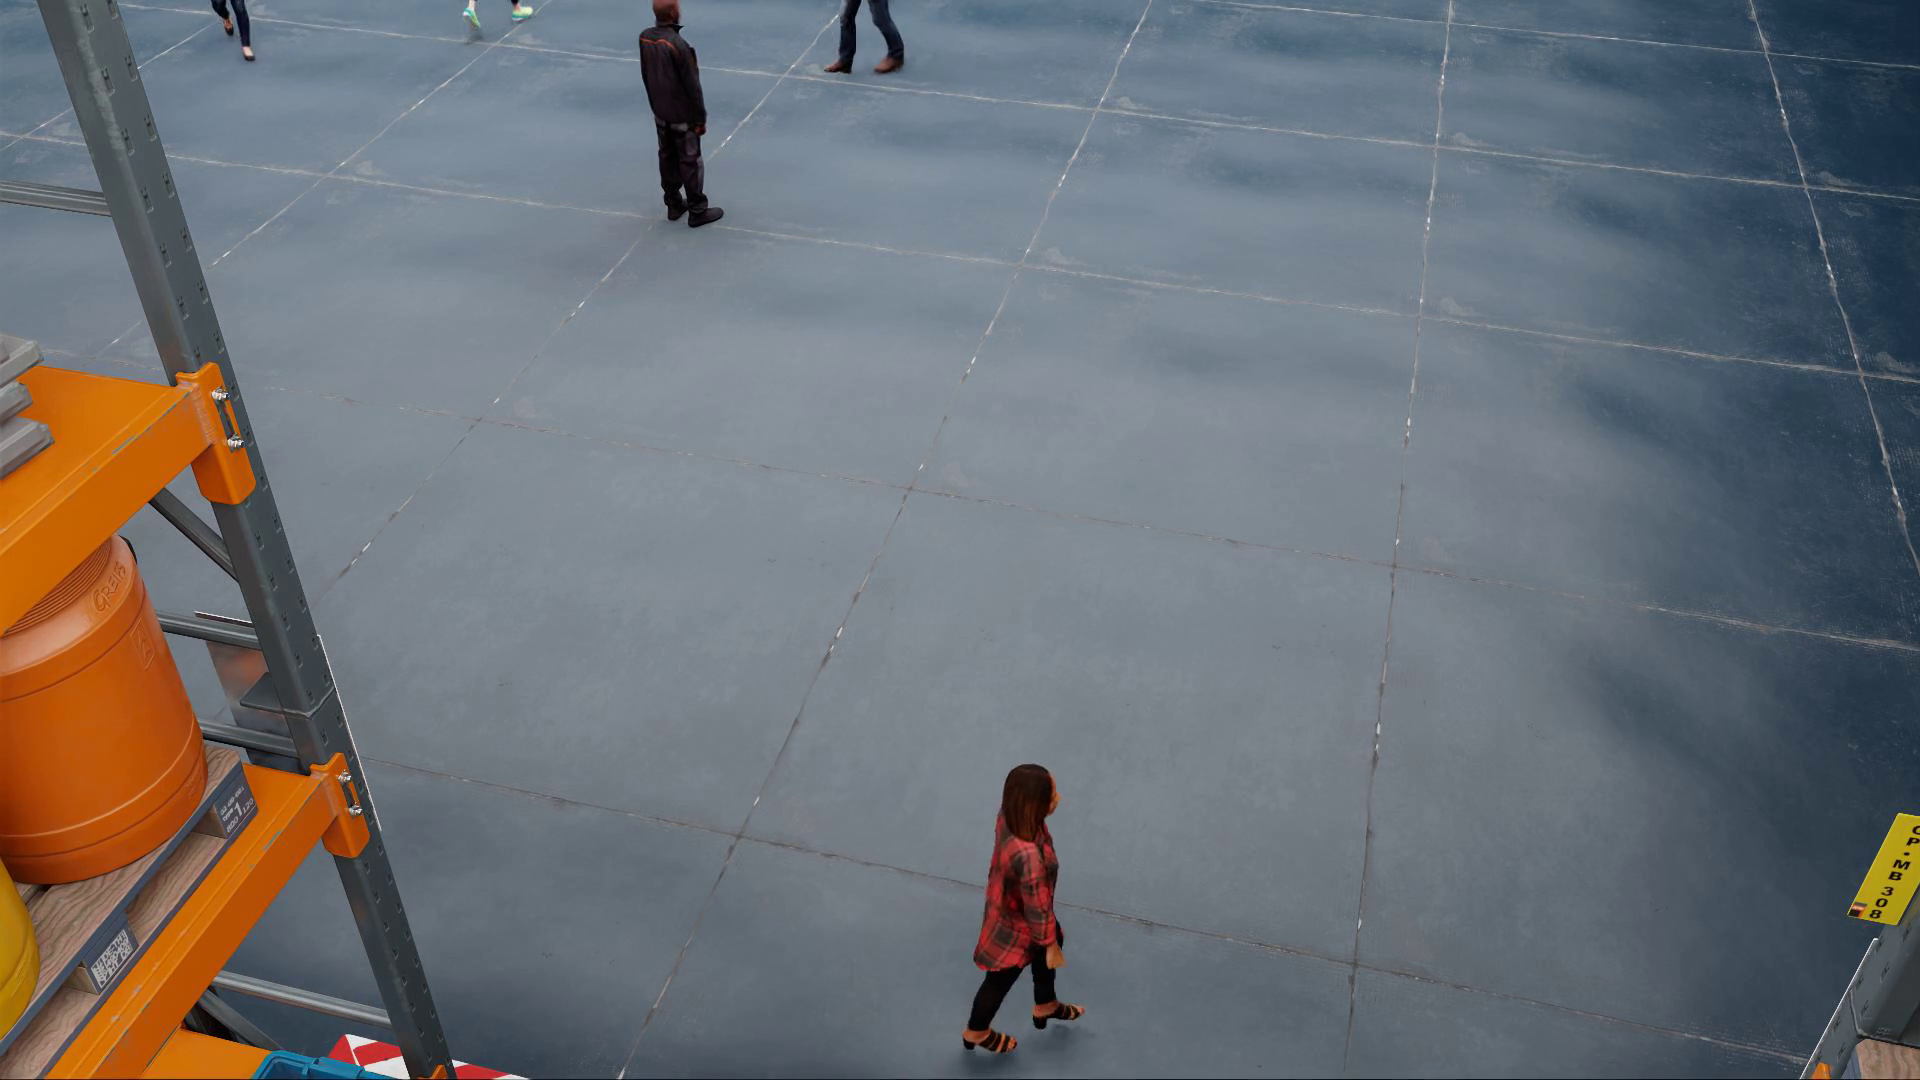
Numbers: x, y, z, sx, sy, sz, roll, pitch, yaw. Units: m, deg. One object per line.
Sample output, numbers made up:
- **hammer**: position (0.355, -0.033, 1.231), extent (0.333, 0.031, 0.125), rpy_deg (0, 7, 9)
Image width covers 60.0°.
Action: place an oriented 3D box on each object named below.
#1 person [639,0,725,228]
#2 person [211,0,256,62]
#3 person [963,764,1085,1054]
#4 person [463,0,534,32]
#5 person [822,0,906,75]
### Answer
- **person**: position (-2.199, -3.316, 12.833), extent (0.770, 1.821, 0.724), rpy_deg (22, 43, 26)
- **person**: position (-6.959, -5.415, 15.608), extent (0.931, 1.706, 1.024), rpy_deg (-17, 41, -20)
- **person**: position (0.152, 1.535, 6.745), extent (0.835, 1.682, 0.819), rpy_deg (-3, 38, -4)
- **person**: position (-4.599, -5.768, 16.082), extent (0.749, 1.680, 1.138), rpy_deg (17, 41, 20)
- **person**: position (-0.789, -5.153, 15.154), extent (1.211, 1.854, 1.134), rpy_deg (-17, 41, -21)
